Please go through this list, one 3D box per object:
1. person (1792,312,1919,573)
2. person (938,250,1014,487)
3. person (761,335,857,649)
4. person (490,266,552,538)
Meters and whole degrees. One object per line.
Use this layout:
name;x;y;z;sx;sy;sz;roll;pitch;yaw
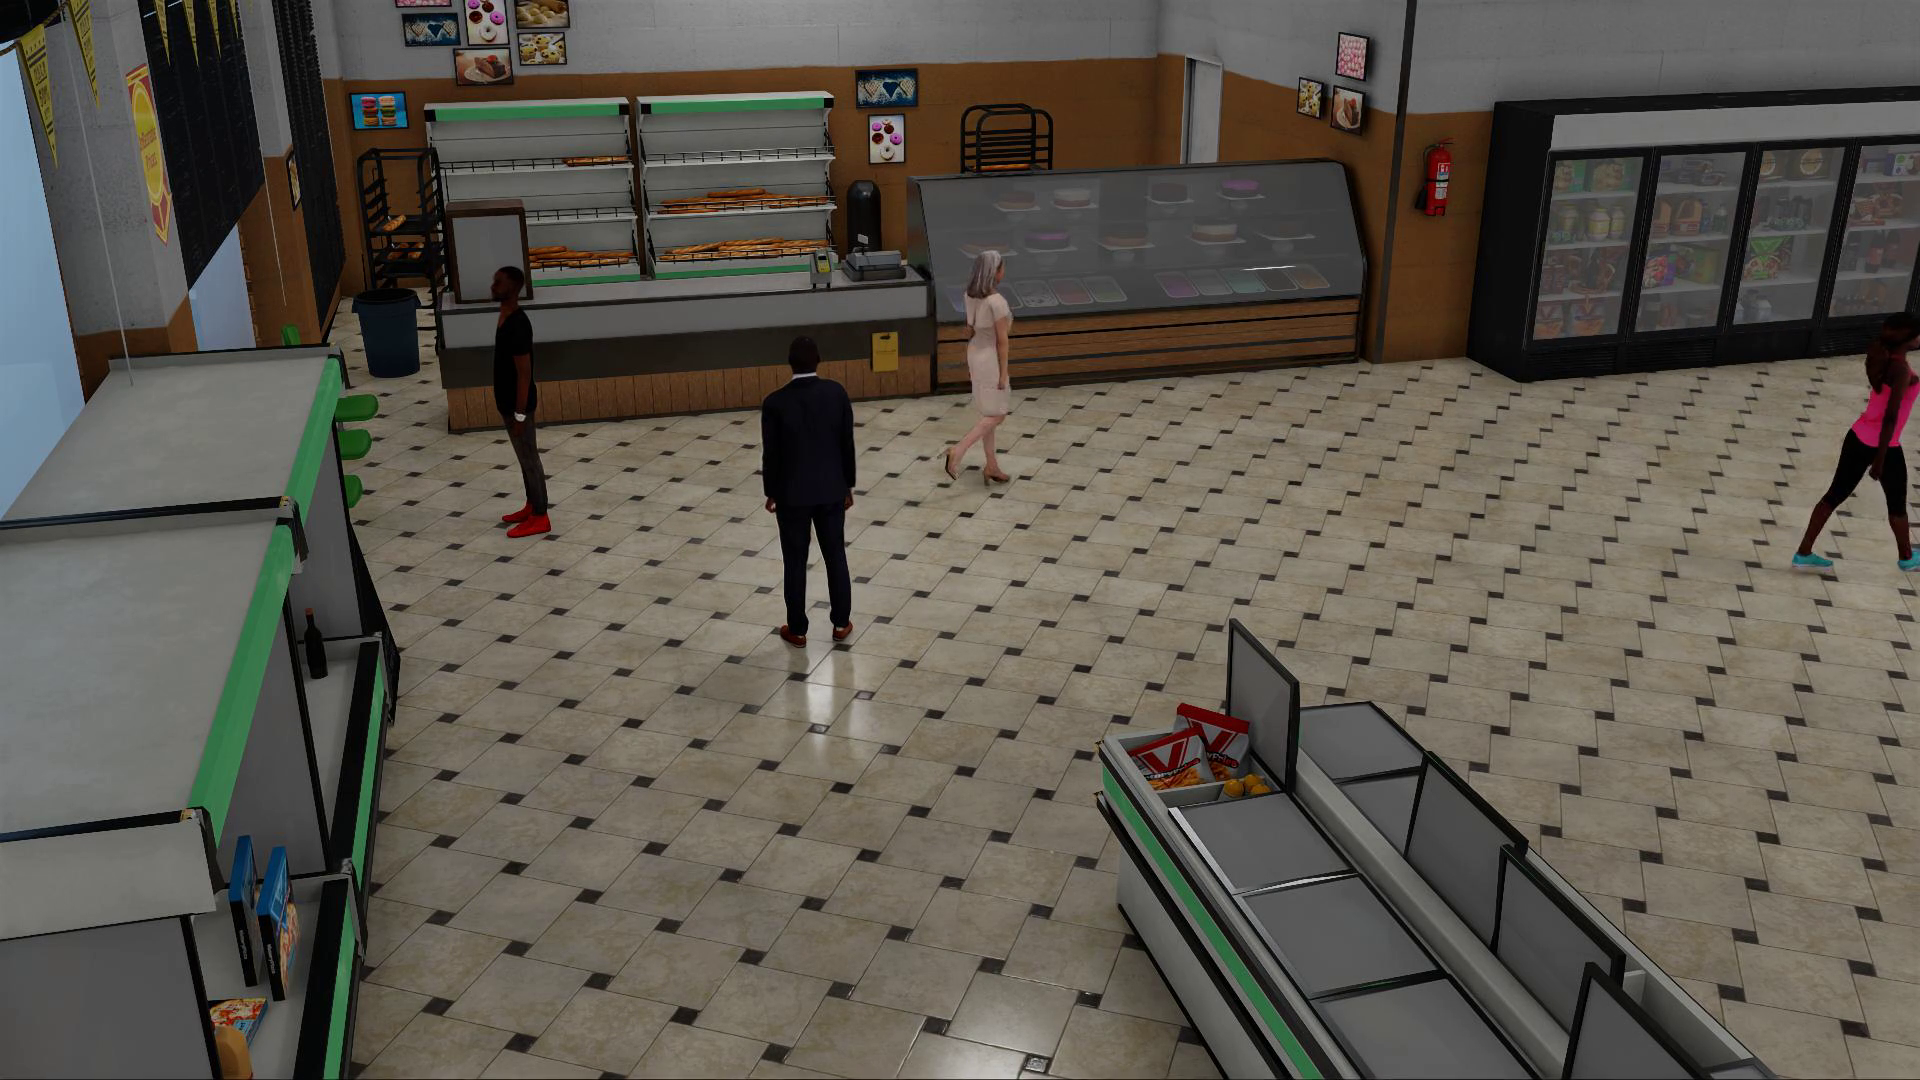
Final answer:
person;5.569;-0.556;10.315;0.849;1.666;1.107;0;22;1
person;0.131;-1.165;11.753;0.869;1.725;0.942;-16;27;-34
person;-0.841;-0.269;9.389;0.676;1.824;0.576;-6;23;-13
person;-2.929;-0.927;11.055;0.716;1.803;0.489;-8;23;-19
